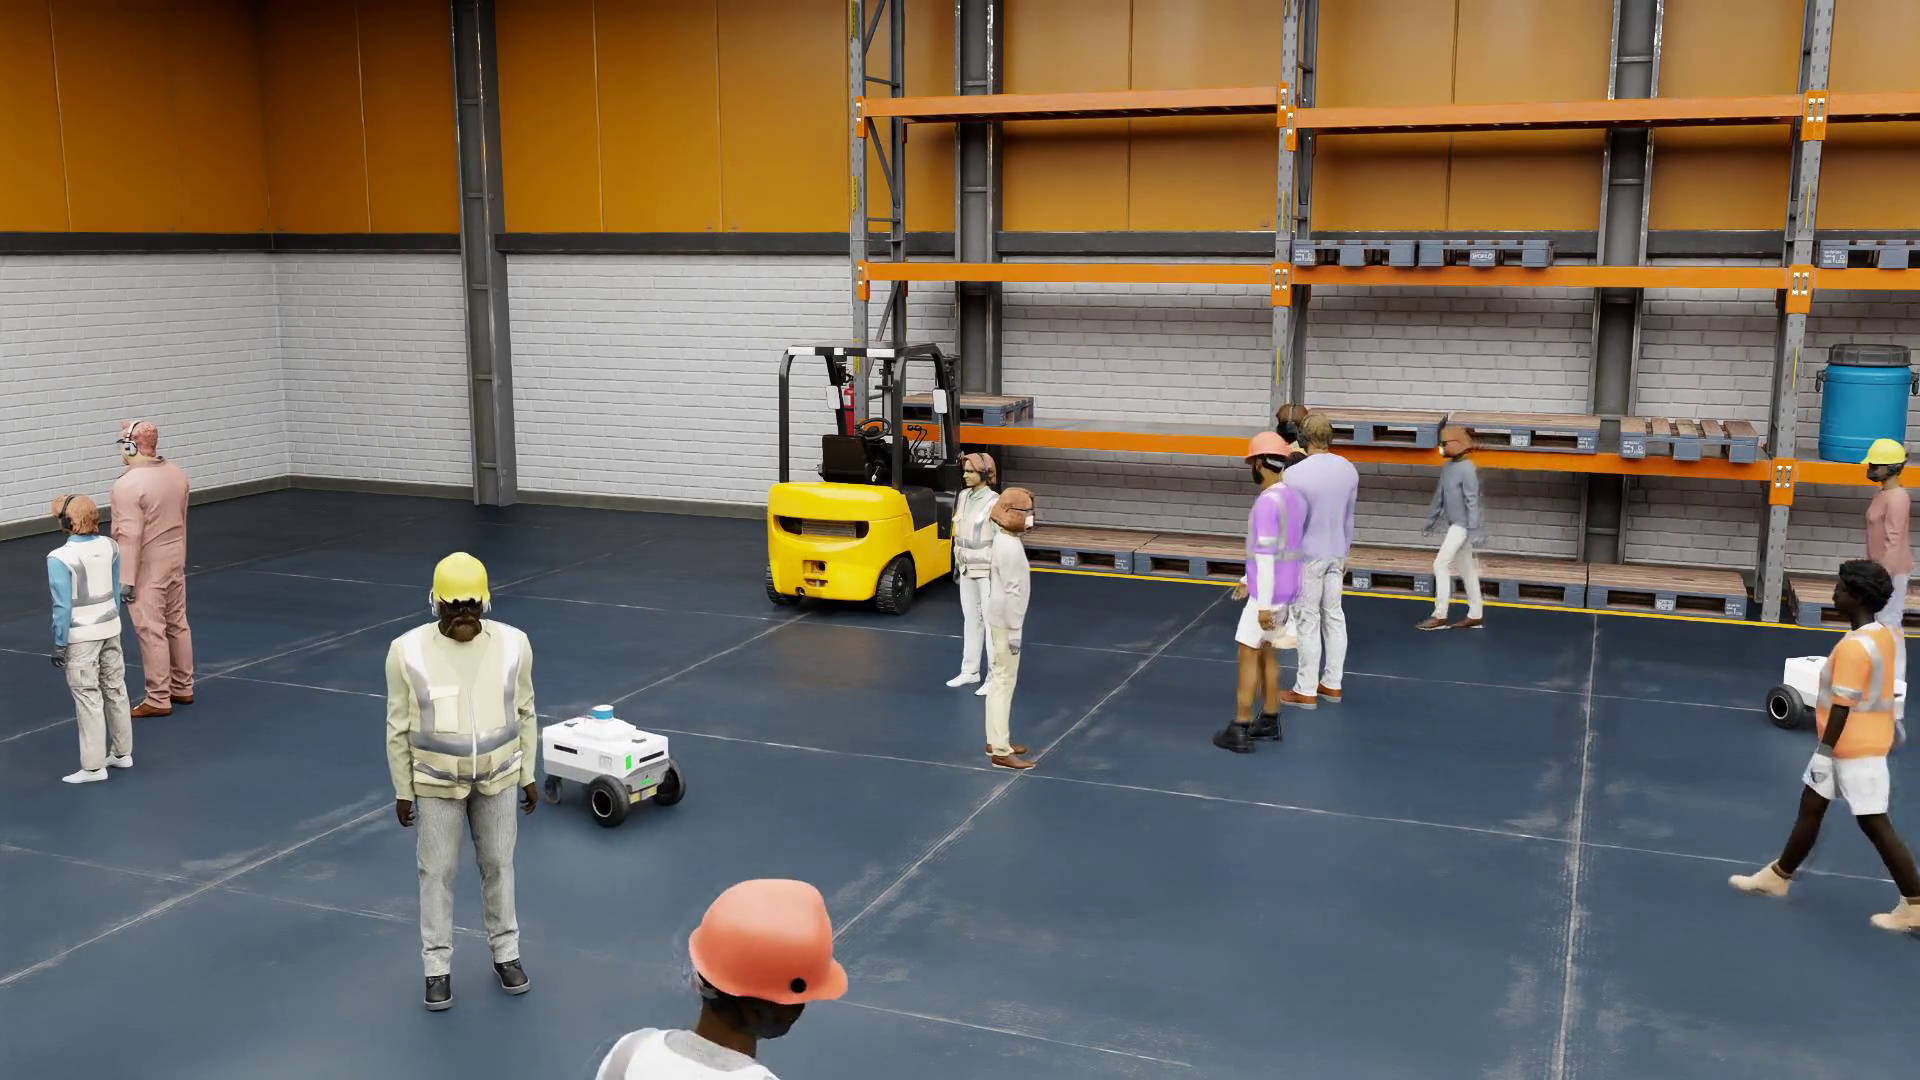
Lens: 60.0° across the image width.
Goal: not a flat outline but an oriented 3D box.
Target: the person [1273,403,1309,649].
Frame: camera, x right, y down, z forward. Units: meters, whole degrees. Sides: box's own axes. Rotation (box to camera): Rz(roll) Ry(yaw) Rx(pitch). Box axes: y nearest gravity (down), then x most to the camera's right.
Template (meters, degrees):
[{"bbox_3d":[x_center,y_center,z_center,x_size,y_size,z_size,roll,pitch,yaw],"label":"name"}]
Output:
[{"bbox_3d":[2.490,-0.106,12.473,0.429,1.839,0.633,2,10,13],"label":"person"}]

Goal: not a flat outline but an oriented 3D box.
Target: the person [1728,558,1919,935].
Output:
[{"bbox_3d":[3.965,0.902,7.389,0.857,1.652,0.540,7,13,36],"label":"person"}]

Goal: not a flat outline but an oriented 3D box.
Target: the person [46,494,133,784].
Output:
[{"bbox_3d":[-4.904,0.551,9.368,0.307,1.640,0.521,2,10,10],"label":"person"}]

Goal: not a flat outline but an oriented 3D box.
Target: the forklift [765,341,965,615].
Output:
[{"bbox_3d":[-0.739,-0.602,14.246,1.214,2.155,2.313,4,11,21],"label":"forklift"}]

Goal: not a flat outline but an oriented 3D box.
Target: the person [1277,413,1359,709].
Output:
[{"bbox_3d":[2.313,0.138,10.849,0.629,1.935,0.372,-7,12,-34],"label":"person"}]

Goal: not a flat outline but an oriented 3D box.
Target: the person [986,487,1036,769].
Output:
[{"bbox_3d":[0.296,0.502,9.662,0.286,1.631,0.502,-1,10,-3],"label":"person"}]

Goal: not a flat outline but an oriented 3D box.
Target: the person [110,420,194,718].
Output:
[{"bbox_3d":[-5.209,0.182,10.681,0.408,1.908,0.644,1,10,6],"label":"person"}]

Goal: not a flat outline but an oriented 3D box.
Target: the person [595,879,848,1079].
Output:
[{"bbox_3d":[-0.482,1.551,3.134,0.616,1.888,0.668,7,12,33],"label":"person"}]

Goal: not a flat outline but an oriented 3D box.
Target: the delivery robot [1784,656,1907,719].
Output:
[{"bbox_3d":[5.419,0.898,10.197,0.477,0.478,0.707,-3,11,-16],"label":"delivery robot"}]

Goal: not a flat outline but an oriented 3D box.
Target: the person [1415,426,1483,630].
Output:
[{"bbox_3d":[3.822,-0.087,13.013,0.689,1.604,0.504,0,10,2],"label":"person"}]

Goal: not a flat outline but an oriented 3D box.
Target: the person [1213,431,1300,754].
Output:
[{"bbox_3d":[1.801,0.306,9.992,0.439,1.908,0.626,5,12,28],"label":"person"}]

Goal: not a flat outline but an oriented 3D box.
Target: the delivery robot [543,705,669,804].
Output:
[{"bbox_3d":[-1.902,1.129,8.907,0.707,0.478,0.477,7,12,34],"label":"delivery robot"}]

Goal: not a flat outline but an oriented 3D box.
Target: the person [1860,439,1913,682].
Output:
[{"bbox_3d":[6.094,0.205,10.993,0.380,1.755,0.537,4,11,20],"label":"person"}]

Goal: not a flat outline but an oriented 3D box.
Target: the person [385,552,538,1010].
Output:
[{"bbox_3d":[-1.971,0.946,6.643,0.588,1.829,0.404,-5,11,-27],"label":"person"}]

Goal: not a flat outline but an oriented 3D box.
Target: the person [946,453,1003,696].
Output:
[{"bbox_3d":[0.131,0.223,11.191,0.311,1.642,0.513,-7,13,-35],"label":"person"}]
